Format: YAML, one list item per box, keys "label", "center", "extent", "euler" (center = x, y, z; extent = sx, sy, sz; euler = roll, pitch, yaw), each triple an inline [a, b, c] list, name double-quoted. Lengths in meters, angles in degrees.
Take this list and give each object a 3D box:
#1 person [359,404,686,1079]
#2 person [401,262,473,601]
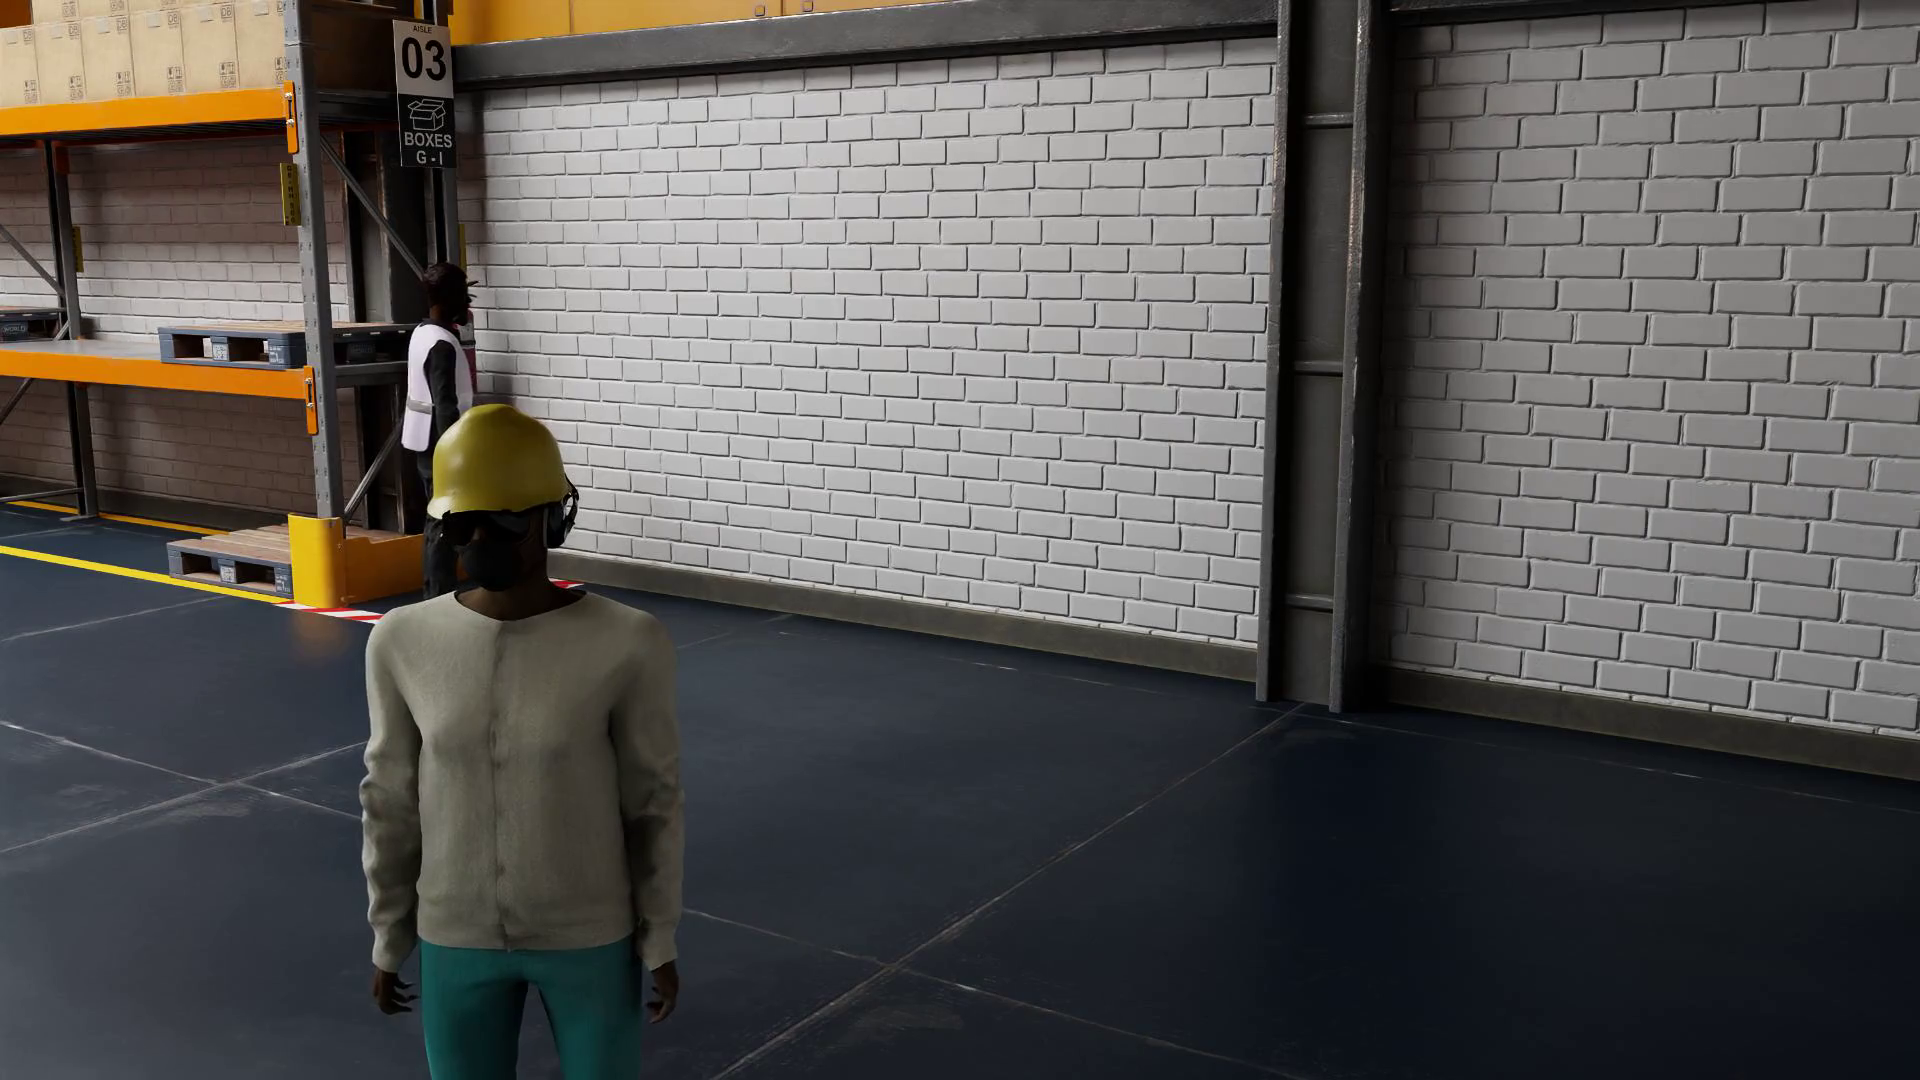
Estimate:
- label: "person"
  center: [-0.720, 0.656, 2.757]
  extent: [0.532, 1.768, 0.311]
  euler: [0, 10, 0]
- label: "person"
  center: [-2.653, -0.455, 8.531]
  extent: [0.394, 1.913, 0.592]
  euler: [-4, 11, -23]
